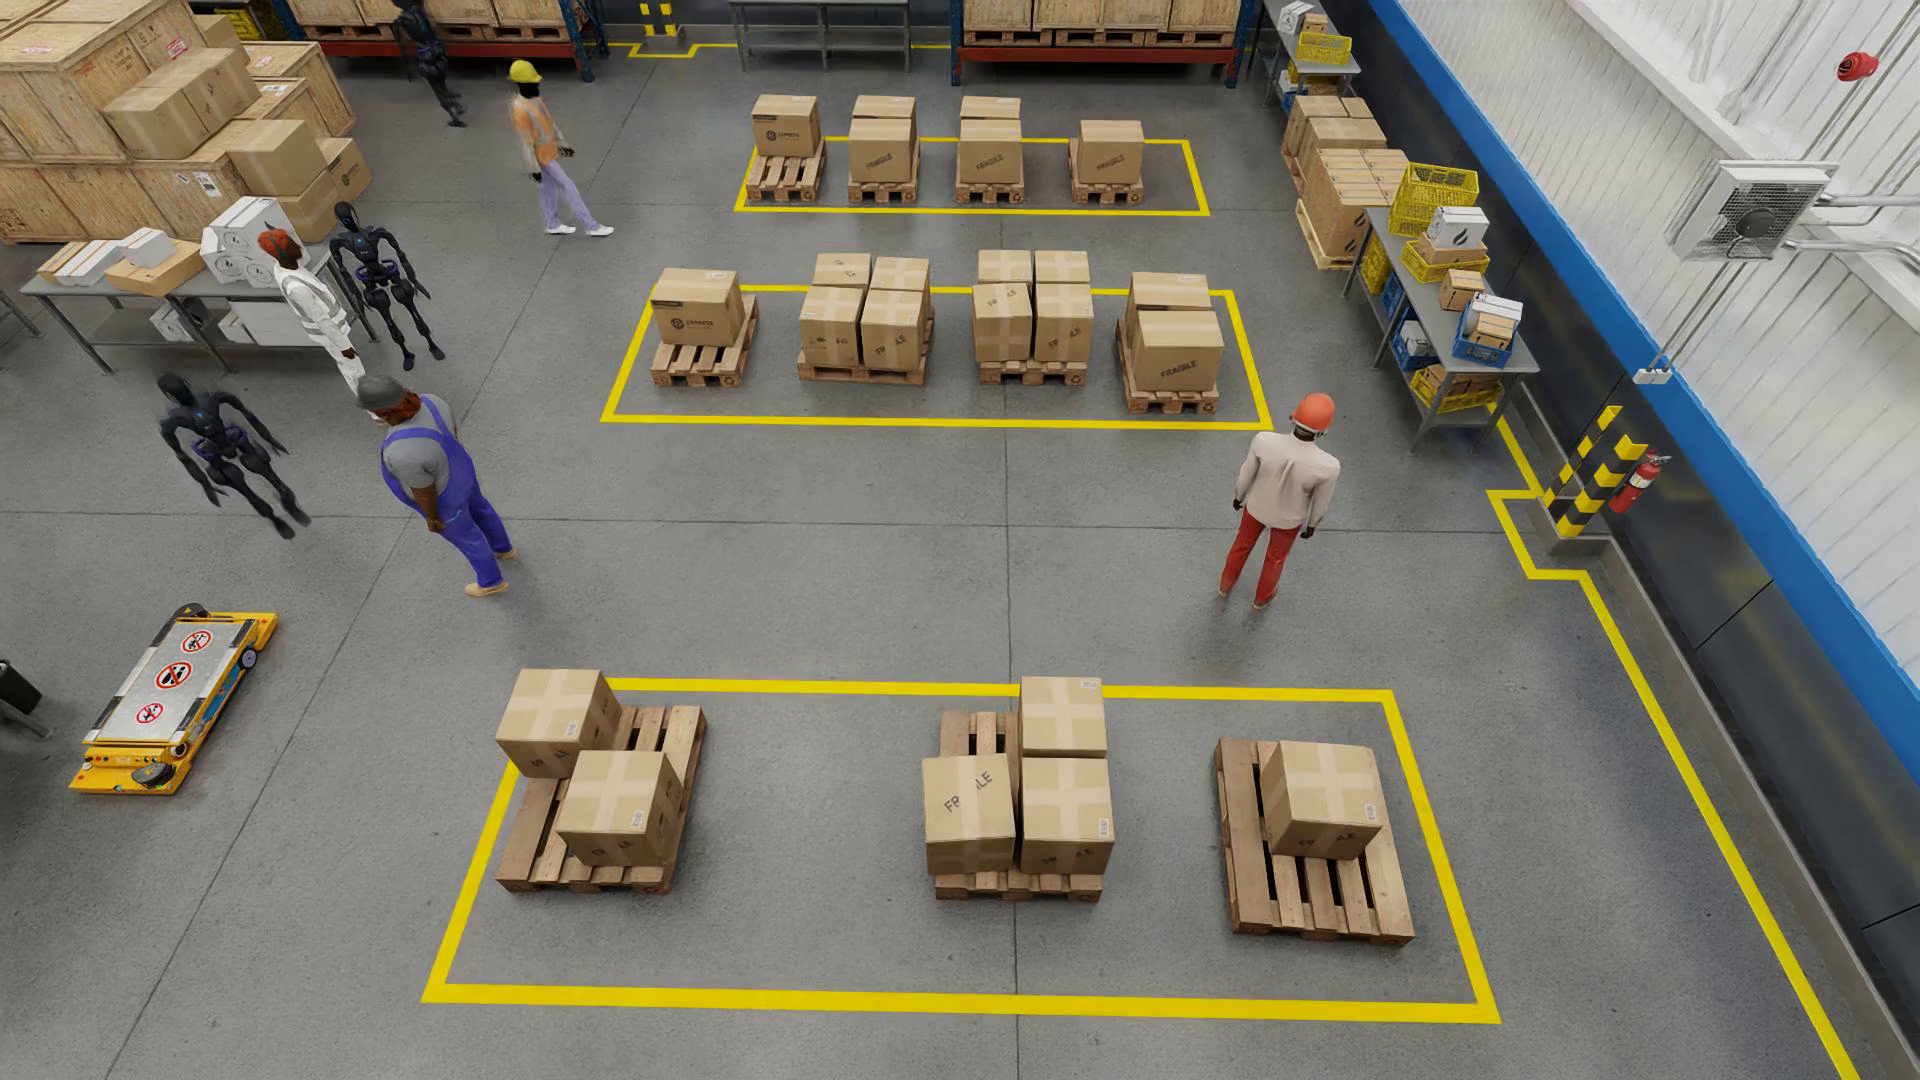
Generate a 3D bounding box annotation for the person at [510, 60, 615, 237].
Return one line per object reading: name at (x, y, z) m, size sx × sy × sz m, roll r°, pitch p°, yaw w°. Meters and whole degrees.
person at (-4.299, -4.130, 9.791) m, size 0.880 × 1.891 × 0.600 m, roll -4°, pitch 50°, yaw -3°

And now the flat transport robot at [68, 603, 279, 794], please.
flat transport robot at (-5.504, 1.072, 6.442) m, size 0.652 × 0.197 × 1.431 m, roll 1°, pitch 50°, yaw 1°

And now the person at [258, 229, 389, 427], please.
person at (-5.340, -1.777, 7.814) m, size 0.356 × 1.881 × 0.573 m, roll -32°, pitch 57°, yaw -24°

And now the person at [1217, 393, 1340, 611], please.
person at (2.236, -0.236, 6.443) m, size 0.634 × 1.988 × 0.407 m, roll 25°, pitch 54°, yaw 19°

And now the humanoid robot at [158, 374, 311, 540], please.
humanoid robot at (-5.492, -0.606, 6.957) m, size 0.432 × 1.640 × 0.631 m, roll 34°, pitch 57°, yaw 25°

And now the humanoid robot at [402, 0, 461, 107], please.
humanoid robot at (-7.001, -6.596, 12.017) m, size 0.308 × 1.657 × 0.612 m, roll -11°, pitch 51°, yaw -9°

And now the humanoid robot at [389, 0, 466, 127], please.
humanoid robot at (-6.752, -6.095, 11.608) m, size 0.452 × 1.644 × 0.618 m, roll 12°, pitch 51°, yaw 10°

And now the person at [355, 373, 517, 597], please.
person at (-3.733, -0.381, 6.530) m, size 0.539 × 2.000 × 0.683 m, roll -3°, pitch 50°, yaw -2°

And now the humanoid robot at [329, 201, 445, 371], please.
humanoid robot at (-5.249, -2.314, 8.392) m, size 0.595 × 1.657 × 0.326 m, roll -25°, pitch 54°, yaw -19°
